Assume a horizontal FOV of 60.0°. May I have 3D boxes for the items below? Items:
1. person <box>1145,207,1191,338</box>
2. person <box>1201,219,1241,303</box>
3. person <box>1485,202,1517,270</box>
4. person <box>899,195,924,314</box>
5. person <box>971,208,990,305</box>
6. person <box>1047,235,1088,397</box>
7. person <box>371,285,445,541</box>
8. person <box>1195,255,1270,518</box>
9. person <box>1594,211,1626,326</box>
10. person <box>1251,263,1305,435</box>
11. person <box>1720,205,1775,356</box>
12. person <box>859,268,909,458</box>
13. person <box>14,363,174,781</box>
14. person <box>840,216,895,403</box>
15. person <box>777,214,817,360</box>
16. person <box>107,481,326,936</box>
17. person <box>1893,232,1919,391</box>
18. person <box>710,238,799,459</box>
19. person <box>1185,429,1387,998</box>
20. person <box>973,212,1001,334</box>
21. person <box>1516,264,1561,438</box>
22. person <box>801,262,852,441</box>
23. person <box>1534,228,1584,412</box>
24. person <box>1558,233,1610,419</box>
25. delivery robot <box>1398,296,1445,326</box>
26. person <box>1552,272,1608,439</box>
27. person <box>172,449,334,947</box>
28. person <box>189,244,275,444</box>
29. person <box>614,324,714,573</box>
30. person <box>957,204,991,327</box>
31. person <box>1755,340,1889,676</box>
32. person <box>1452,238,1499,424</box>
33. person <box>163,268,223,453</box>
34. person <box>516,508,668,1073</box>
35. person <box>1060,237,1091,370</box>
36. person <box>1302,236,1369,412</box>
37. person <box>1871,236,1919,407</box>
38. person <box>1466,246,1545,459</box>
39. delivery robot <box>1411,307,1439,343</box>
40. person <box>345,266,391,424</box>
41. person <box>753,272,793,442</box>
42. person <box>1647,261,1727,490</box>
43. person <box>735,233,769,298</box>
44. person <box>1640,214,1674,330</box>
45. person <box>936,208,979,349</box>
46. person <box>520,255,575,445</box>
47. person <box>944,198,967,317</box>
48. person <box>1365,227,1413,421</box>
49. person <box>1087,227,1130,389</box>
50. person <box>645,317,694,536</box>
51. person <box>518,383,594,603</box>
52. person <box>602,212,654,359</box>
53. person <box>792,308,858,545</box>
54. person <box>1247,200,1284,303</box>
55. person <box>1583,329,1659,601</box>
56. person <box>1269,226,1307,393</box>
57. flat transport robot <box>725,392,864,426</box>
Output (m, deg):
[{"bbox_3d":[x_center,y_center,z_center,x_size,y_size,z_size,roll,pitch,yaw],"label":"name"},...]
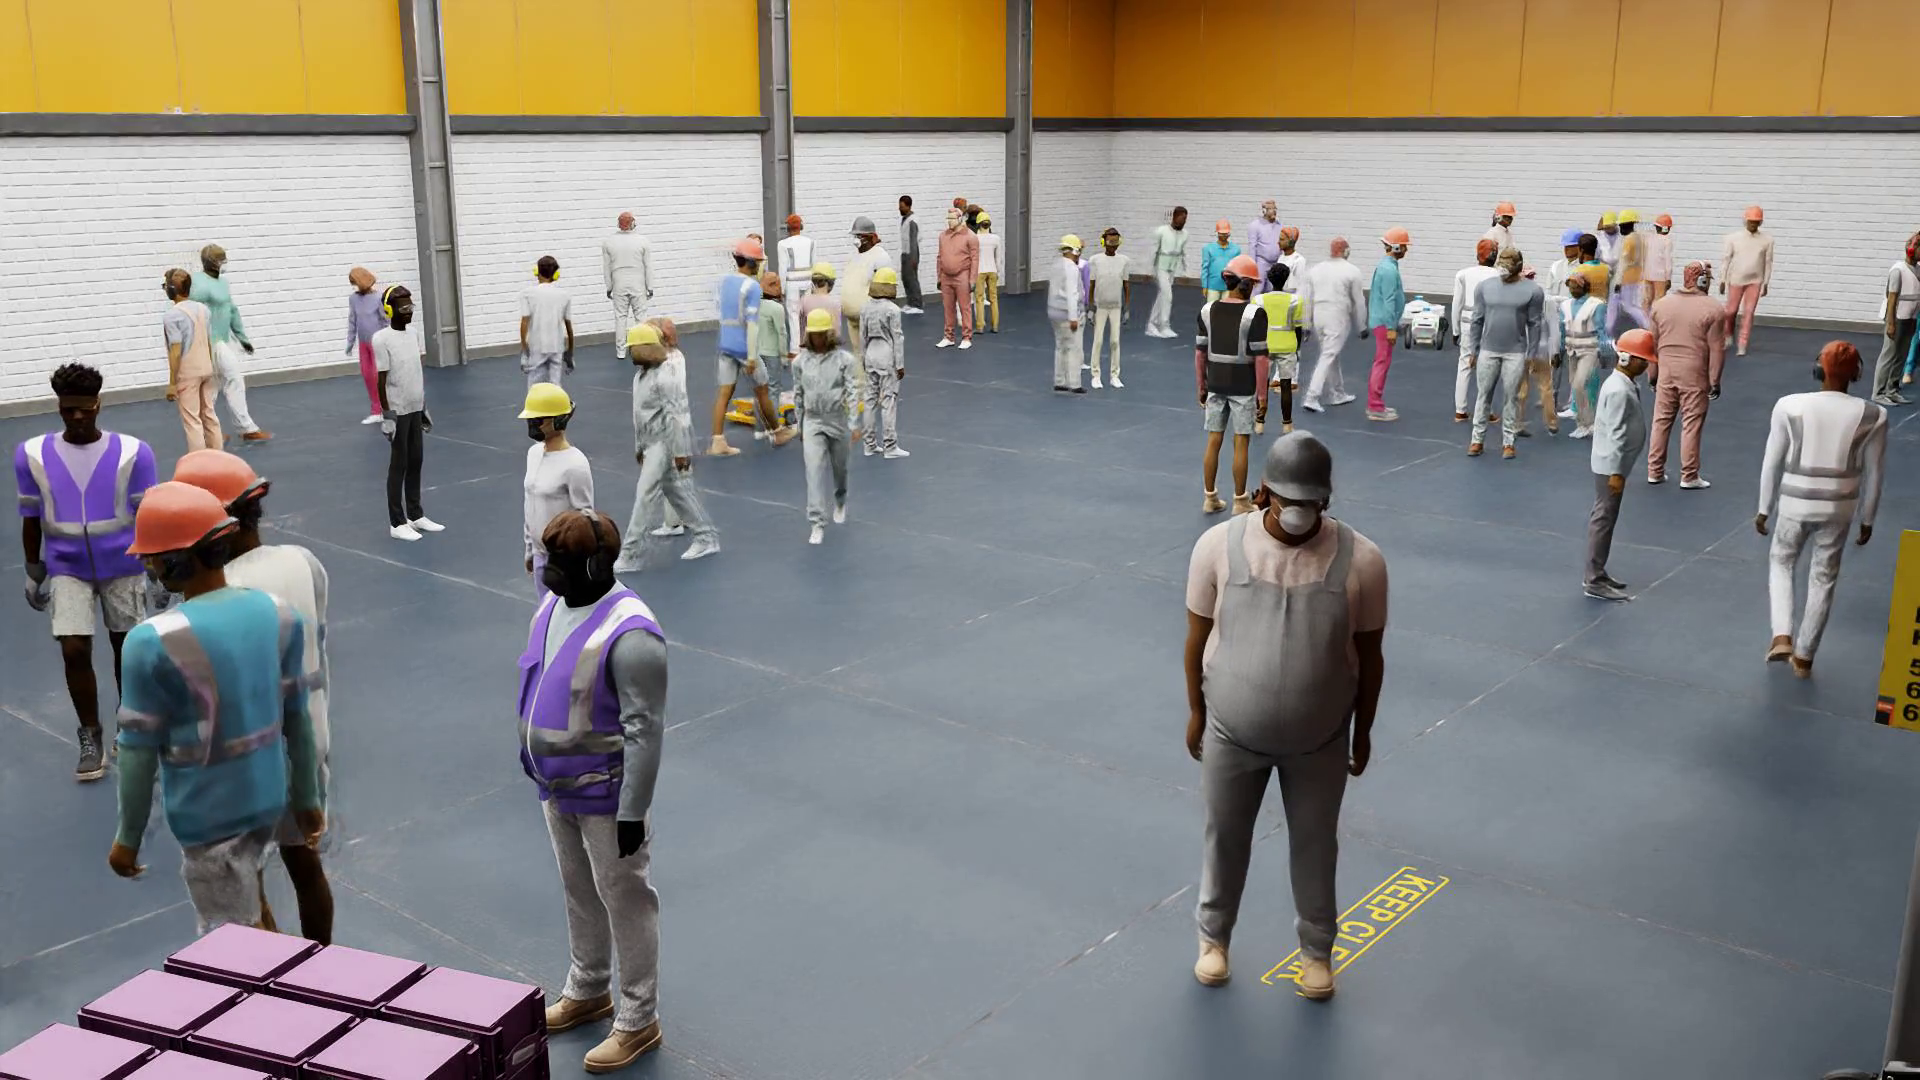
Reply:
[{"bbox_3d":[2.998,-3.841,23.886,0.619,1.857,0.771,-12,18,-39],"label":"person"},{"bbox_3d":[3.557,-3.479,22.657,0.568,1.751,0.329,-3,14,-10],"label":"person"},{"bbox_3d":[7.315,-3.582,22.580,0.396,1.993,0.618,13,19,42],"label":"person"},{"bbox_3d":[-0.798,-4.617,26.915,0.404,1.900,0.600,-4,15,-16],"label":"person"},{"bbox_3d":[0.316,-4.804,28.194,0.499,1.634,0.279,12,18,39],"label":"person"},{"bbox_3d":[1.211,-2.525,18.782,0.438,1.810,0.634,-4,15,-17],"label":"person"},{"bbox_3d":[-4.084,-0.940,12.278,0.315,1.870,0.532,4,15,16],"label":"person"},{"bbox_3d":[2.128,-1.181,12.906,0.615,2.032,0.396,11,18,38],"label":"person"},{"bbox_3d":[9.533,-3.923,24.375,0.617,1.780,0.863,4,15,15],"label":"person"},{"bbox_3d":[3.096,-1.859,16.302,0.532,1.696,0.319,3,14,13],"label":"person"},{"bbox_3d":[10.452,-3.462,22.133,0.634,1.978,0.667,5,15,19],"label":"person"},{"bbox_3d":[-0.697,-1.626,15.290,0.492,1.735,0.326,11,18,38],"label":"person"},{"bbox_3d":[-4.042,0.150,7.771,0.647,1.937,0.768,-5,15,-21],"label":"person"},{"bbox_3d":[-1.054,-2.520,18.246,0.536,2.000,0.681,-12,18,-39],"label":"person"},{"bbox_3d":[-2.106,-3.264,21.540,0.574,1.881,0.357,-11,18,-36],"label":"person"},{"bbox_3d":[-2.199,0.800,5.092,1.022,2.001,0.600,5,15,18],"label":"person"},{"bbox_3d":[11.073,-2.669,19.324,0.535,1.813,0.917,8,16,28],"label":"person"},{"bbox_3d":[-1.940,-1.774,15.368,0.609,1.980,1.058,12,19,41],"label":"person"},{"bbox_3d":[1.111,0.602,5.768,0.685,2.000,0.535,3,14,11],"label":"person"},{"bbox_3d":[0.347,-3.889,24.277,0.533,1.765,0.330,-7,16,-26],"label":"person"},{"bbox_3d":[5.609,-1.847,16.274,0.619,1.684,0.640,12,18,40],"label":"person"},{"bbox_3d":[-1.272,-1.758,15.815,0.519,1.741,0.498,10,17,35],"label":"person"},{"bbox_3d":[6.465,-2.333,17.684,0.400,1.945,0.615,-11,18,-37],"label":"person"},{"bbox_3d":[6.490,-2.209,17.260,0.587,1.915,0.392,-12,19,-41],"label":"person"},{"bbox_3d":[6.683,-3.310,24.225,0.707,0.478,0.477,-4,15,-16],"label":"delivery robot"},{"bbox_3d":[6.018,-1.785,16.148,0.469,1.617,0.533,-6,15,-24],"label":"person"},{"bbox_3d":[-2.278,0.699,5.424,0.425,2.027,0.628,4,14,14],"label":"person"},{"bbox_3d":[-6.950,-1.854,15.839,0.885,1.902,0.651,-2,14,-7],"label":"person"},{"bbox_3d":[-2.103,-0.646,11.474,0.914,1.685,0.492,-9,17,-33],"label":"person"},{"bbox_3d":[0.183,-4.151,25.170,0.634,1.839,0.429,-3,14,-12],"label":"person"},{"bbox_3d":[4.731,-0.167,9.176,0.602,1.872,0.413,7,15,25],"label":"person"},{"bbox_3d":[5.305,-2.125,16.976,0.584,1.884,0.337,11,18,38],"label":"person"},{"bbox_3d":[-6.483,-1.359,14.000,0.345,1.847,0.504,3,14,13],"label":"person"},{"bbox_3d":[-1.196,0.797,5.390,0.429,1.846,0.627,-13,19,-42],"label":"person"},{"bbox_3d":[1.412,-2.940,20.738,0.523,1.638,0.310,11,18,38],"label":"person"},{"bbox_3d":[3.981,-2.306,17.789,1.002,1.853,0.632,-10,17,-35],"label":"person"},{"bbox_3d":[10.219,-2.376,18.092,0.566,1.838,0.383,-9,17,-32],"label":"person"},{"bbox_3d":[4.977,-1.712,15.230,0.628,1.936,0.377,6,15,24],"label":"person"},{"bbox_3d":[6.383,-2.954,22.801,0.477,0.478,0.707,4,15,16],"label":"delivery robot"},{"bbox_3d":[-5.972,-1.990,16.986,0.534,1.614,0.437,7,16,27],"label":"person"},{"bbox_3d":[-1.833,-1.763,16.046,0.265,1.631,0.507,-13,19,-42],"label":"person"},{"bbox_3d":[6.105,-1.383,13.979,0.401,1.904,0.646,-11,18,-37],"label":"person"},{"bbox_3d":[-2.706,-3.180,21.728,0.506,1.632,0.317,-12,18,-39],"label":"person"},{"bbox_3d":[10.031,-3.787,23.888,0.326,1.752,0.559,-5,15,-18],"label":"person"},{"bbox_3d":[-0.061,-3.557,22.663,0.652,1.906,0.403,9,17,33],"label":"person"},{"bbox_3d":[-3.851,-1.721,15.492,0.559,1.821,0.529,-8,16,-28],"label":"person"},{"bbox_3d":[-0.039,-4.493,26.469,0.343,1.878,0.583,9,16,31],"label":"person"},{"bbox_3d":[4.443,-2.242,17.255,0.407,1.985,0.624,2,14,9],"label":"person"},{"bbox_3d":[1.718,-2.680,19.261,0.504,1.861,0.328,-2,14,-7],"label":"person"},{"bbox_3d":[-2.160,-0.841,12.373,0.314,1.633,0.519,2,14,9],"label":"person"},{"bbox_3d":[-2.032,0.085,8.395,0.525,1.769,0.310,13,19,42],"label":"person"},{"bbox_3d":[-4.302,-3.306,21.659,0.646,1.908,0.408,-1,14,-3],"label":"person"},{"bbox_3d":[-0.995,-0.884,12.367,0.486,1.713,0.819,0,14,-1],"label":"person"},{"bbox_3d":[4.600,-4.119,24.899,0.641,1.913,0.407,-8,16,-28],"label":"person"},{"bbox_3d":[4.262,-0.494,10.749,0.347,1.741,0.564,6,15,22],"label":"person"},{"bbox_3d":[3.719,-2.619,18.960,0.354,1.883,0.573,-4,15,-15],"label":"person"},{"bbox_3d":[-1.723,-1.403,17.367,0.652,0.197,1.431,13,19,43],"label":"flat transport robot"}]
